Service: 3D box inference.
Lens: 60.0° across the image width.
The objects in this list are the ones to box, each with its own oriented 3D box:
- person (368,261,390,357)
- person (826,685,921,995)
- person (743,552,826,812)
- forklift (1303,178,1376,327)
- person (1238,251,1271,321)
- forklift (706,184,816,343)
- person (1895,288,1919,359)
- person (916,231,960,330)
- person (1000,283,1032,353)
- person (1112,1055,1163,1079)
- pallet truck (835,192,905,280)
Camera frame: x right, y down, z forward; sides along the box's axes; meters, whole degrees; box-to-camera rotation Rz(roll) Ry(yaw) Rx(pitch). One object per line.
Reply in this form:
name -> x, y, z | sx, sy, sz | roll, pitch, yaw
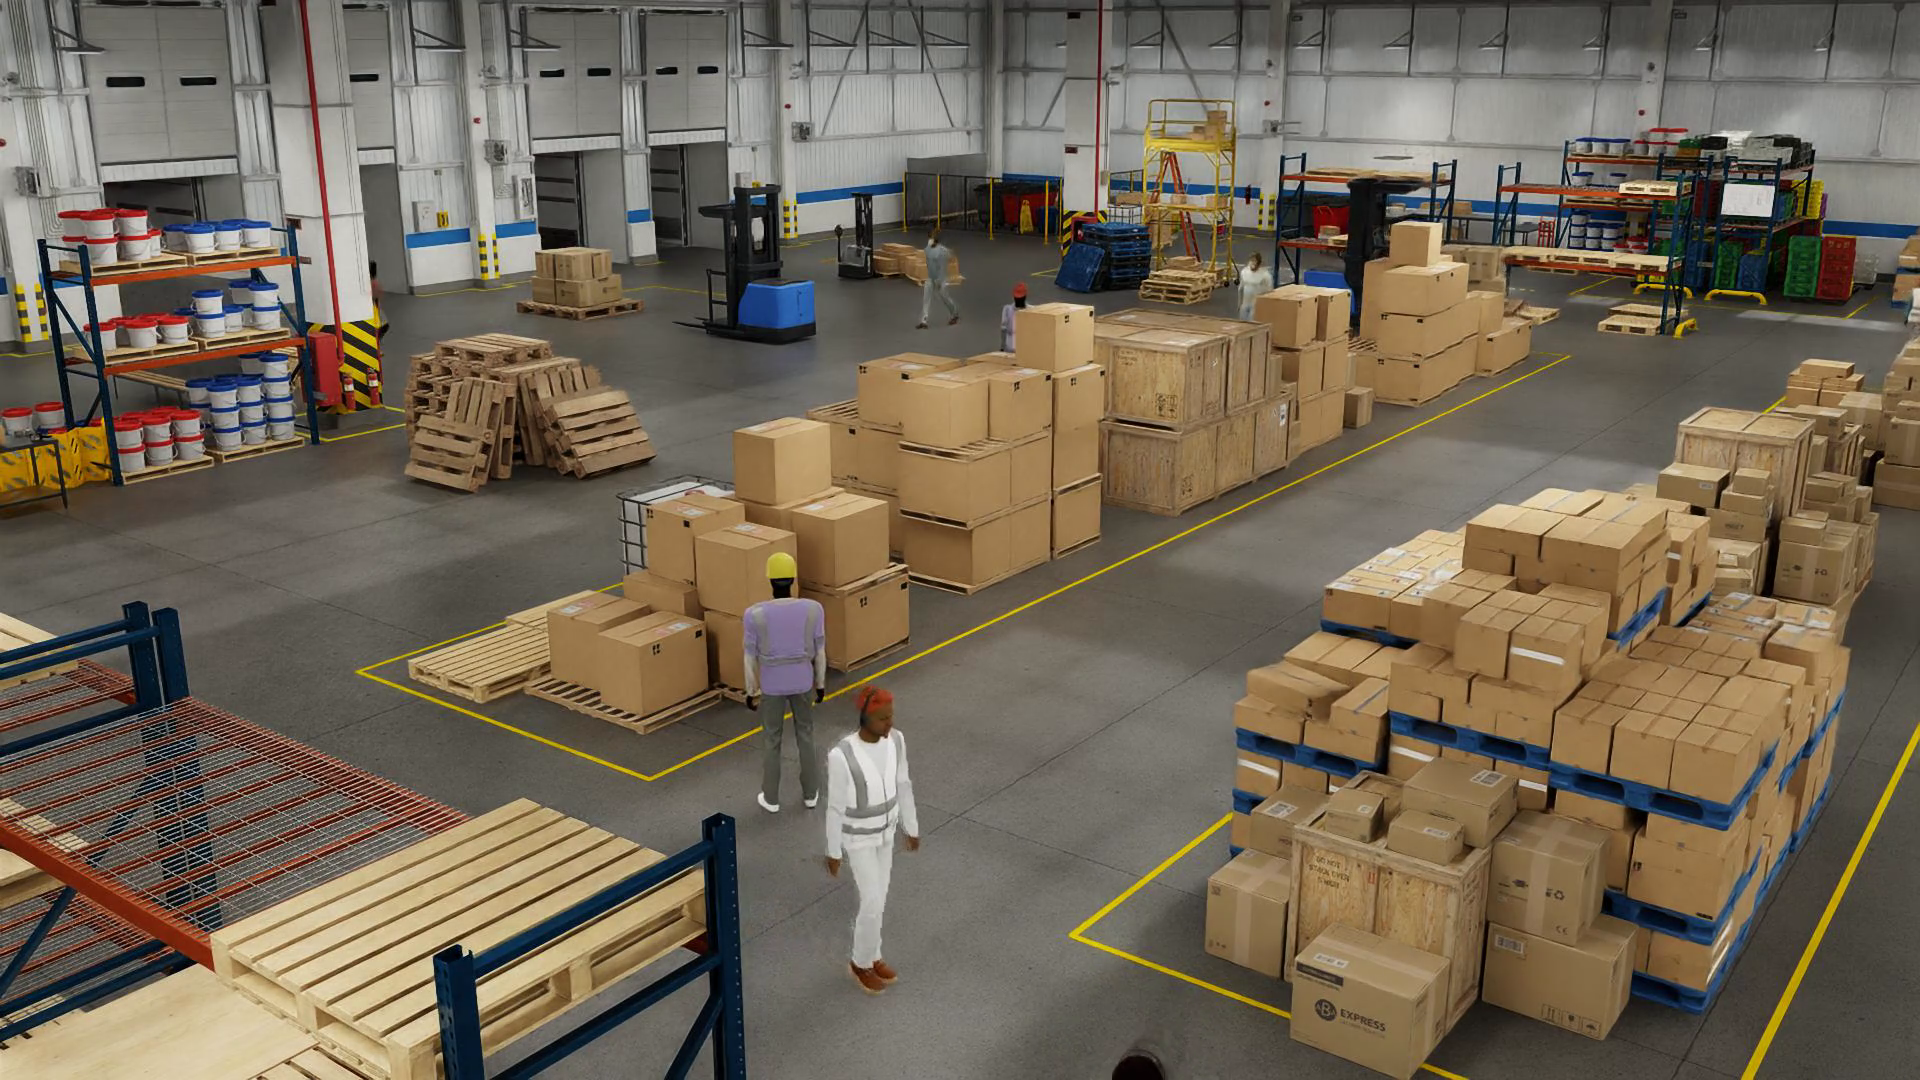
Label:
person -> -10.270, -4.037, 29.165 | 0.373, 1.681, 0.553 | -15, 22, -41
person -> -0.465, 1.747, 9.691 | 0.497, 1.874, 0.616 | 14, 21, 38
person -> -1.268, 1.023, 12.052 | 0.594, 1.912, 0.413 | -5, 18, -16
forklift -> 7.696, -5.566, 32.205 | 1.873, 2.768, 1.129 | 8, 19, 24
person -> 5.107, -4.051, 28.804 | 0.607, 1.924, 0.639 | -14, 22, -40
forklift -> -3.717, -5.181, 30.929 | 1.873, 2.768, 1.129 | 12, 21, 35
person -> 16.245, -3.717, 28.240 | 0.746, 1.611, 0.546 | -7, 18, -21
person -> -0.409, -5.051, 32.202 | 0.647, 1.894, 1.054 | 15, 22, 41
person -> 0.890, -2.940, 25.137 | 0.580, 1.924, 0.487 | 5, 18, 17
person -> 0.692, 2.739, 6.393 | 0.599, 1.887, 0.745 | 2, 17, 7
pallet truck -> -1.936, -7.159, 38.982 | 1.885, 1.965, 0.823 | -12, 21, -34
